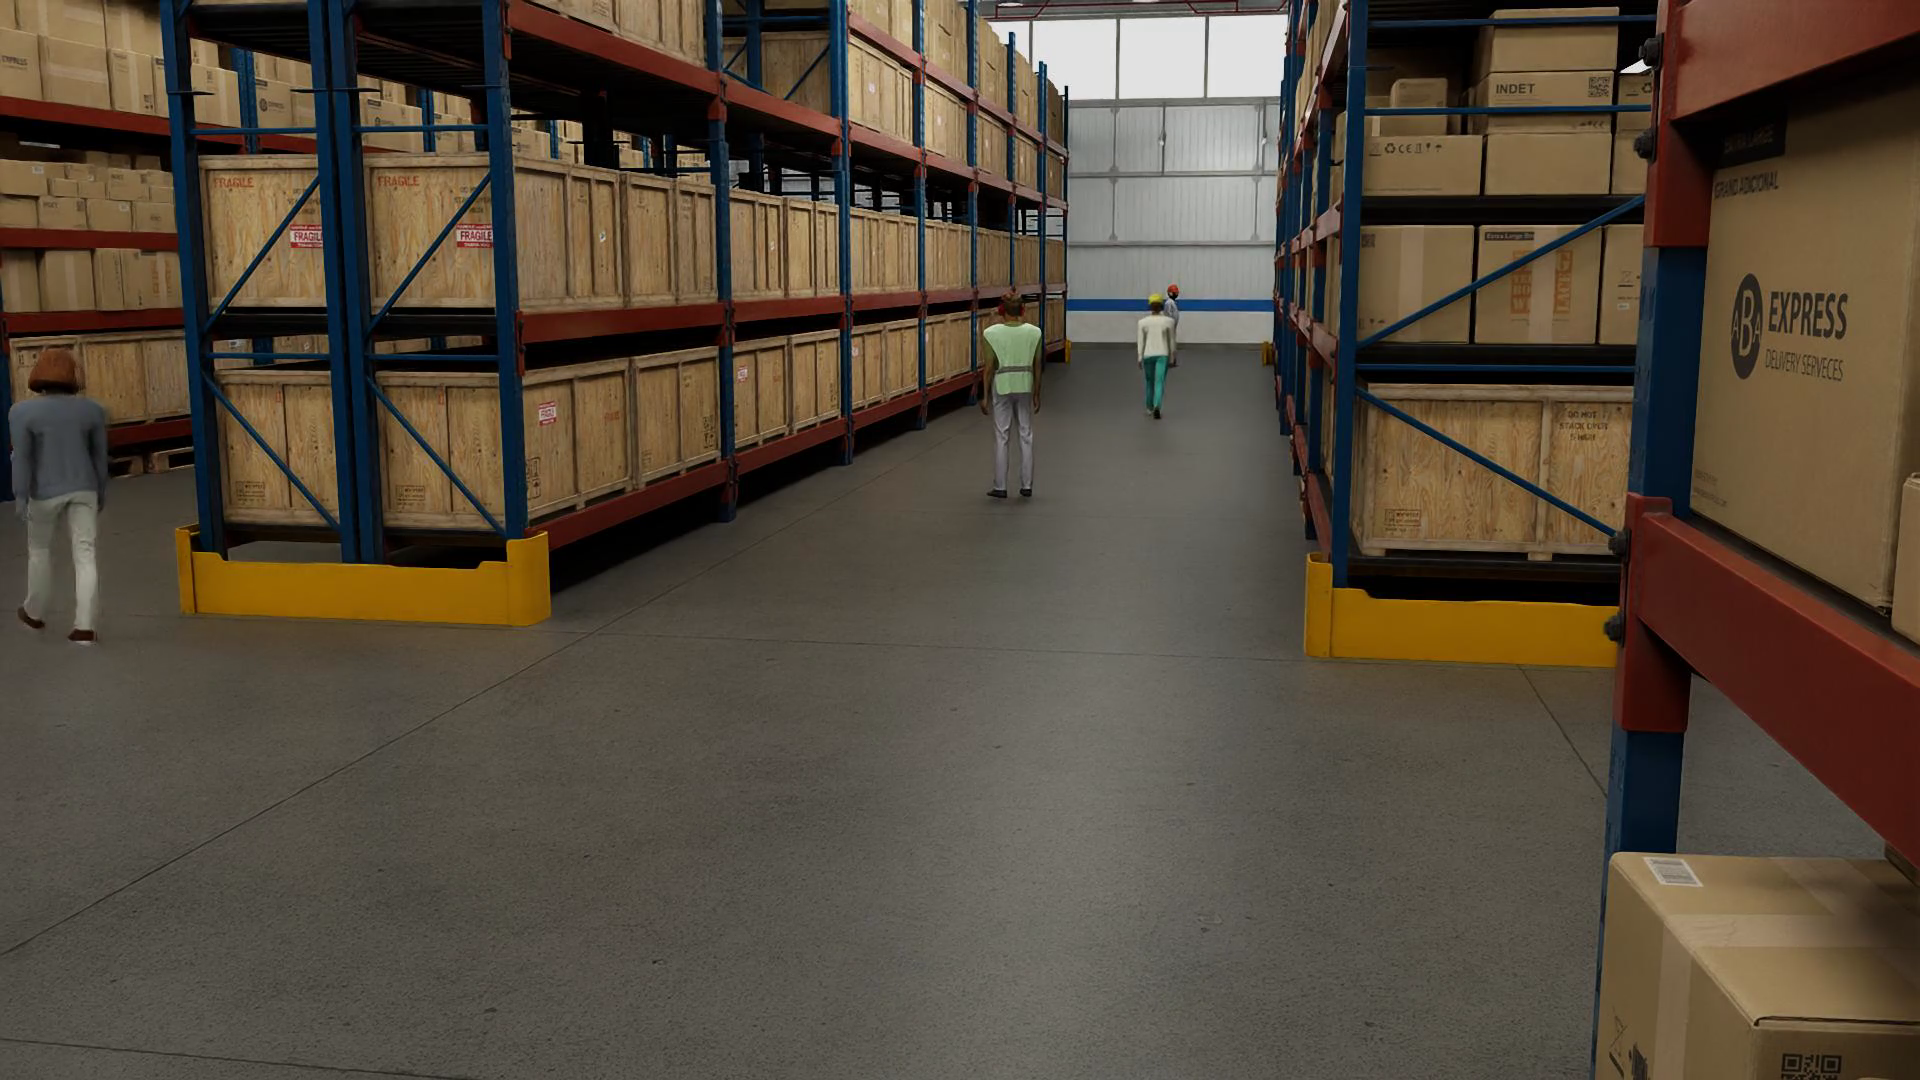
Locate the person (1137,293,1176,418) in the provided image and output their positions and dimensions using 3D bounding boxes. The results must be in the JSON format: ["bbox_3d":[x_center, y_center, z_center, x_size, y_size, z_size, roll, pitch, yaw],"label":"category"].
[{"bbox_3d":[2.722,-2.563,23.148,0.524,1.732,0.850,2,9,13],"label":"person"}]

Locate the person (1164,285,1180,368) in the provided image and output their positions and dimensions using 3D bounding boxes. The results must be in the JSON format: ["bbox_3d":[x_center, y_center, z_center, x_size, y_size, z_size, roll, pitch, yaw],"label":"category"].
[{"bbox_3d":[4.502,-4.537,35.318,0.326,1.752,0.560,3,10,16],"label":"person"}]

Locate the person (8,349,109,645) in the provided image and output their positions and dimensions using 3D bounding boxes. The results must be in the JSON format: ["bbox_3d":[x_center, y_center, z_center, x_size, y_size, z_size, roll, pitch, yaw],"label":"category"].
[{"bbox_3d":[-4.983,-0.245,9.168,0.511,1.589,0.806,-9,13,-44],"label":"person"}]

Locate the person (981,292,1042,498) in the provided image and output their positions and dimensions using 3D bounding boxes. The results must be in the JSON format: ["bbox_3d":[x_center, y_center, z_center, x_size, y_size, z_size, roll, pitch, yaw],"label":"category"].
[{"bbox_3d":[0.469,-1.293,14.909,0.570,1.844,0.379,-3,10,-20],"label":"person"}]
